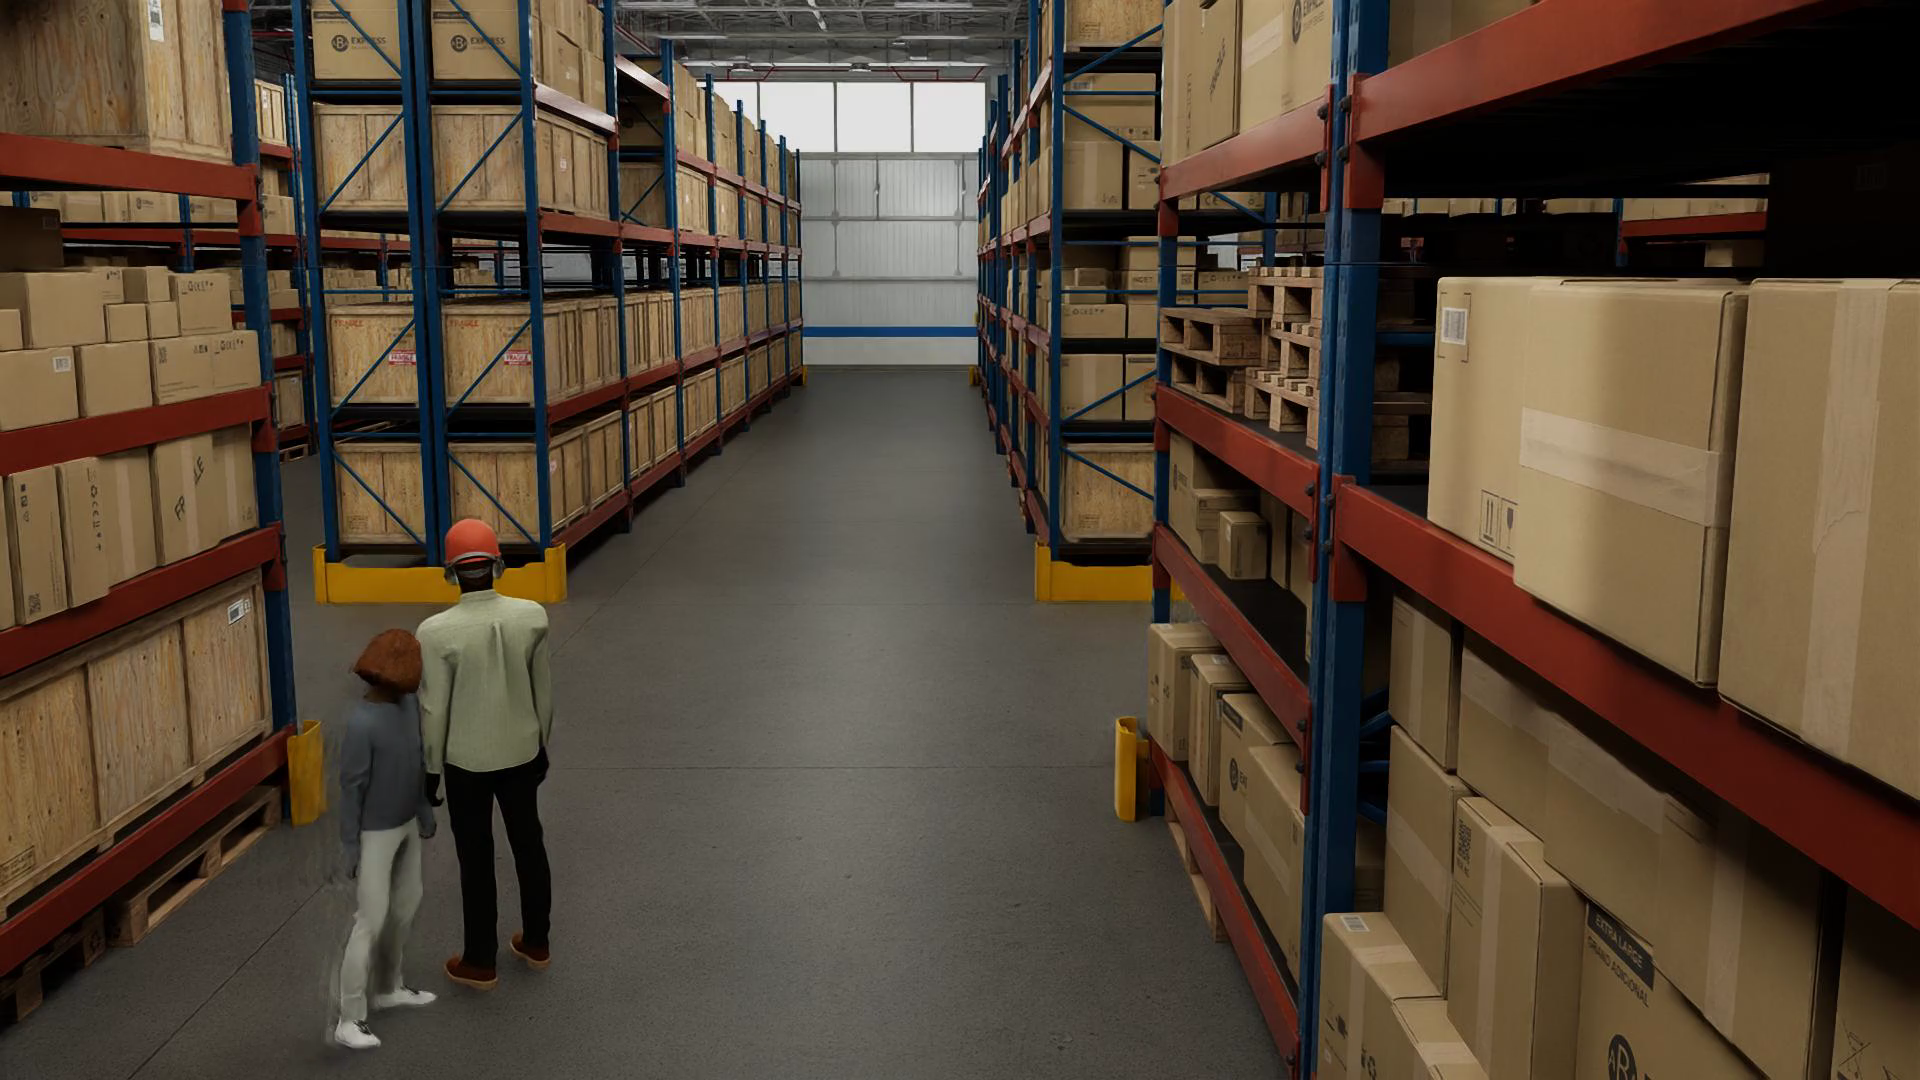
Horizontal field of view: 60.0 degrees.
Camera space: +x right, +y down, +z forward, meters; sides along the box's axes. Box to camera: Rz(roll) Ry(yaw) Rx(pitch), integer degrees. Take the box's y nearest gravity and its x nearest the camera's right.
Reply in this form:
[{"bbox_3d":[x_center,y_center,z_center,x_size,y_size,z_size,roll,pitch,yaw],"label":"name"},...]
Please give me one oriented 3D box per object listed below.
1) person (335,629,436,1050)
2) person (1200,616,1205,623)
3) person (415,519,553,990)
[{"bbox_3d":[-2.294,1.159,6.627,0.307,1.613,0.655,2,9,10],"label":"person"},{"bbox_3d":[1.640,0.586,10.127,0.381,1.626,0.514,-1,9,-9],"label":"person"},{"bbox_3d":[-2.011,0.901,7.052,0.391,1.991,0.612,9,13,44],"label":"person"}]
